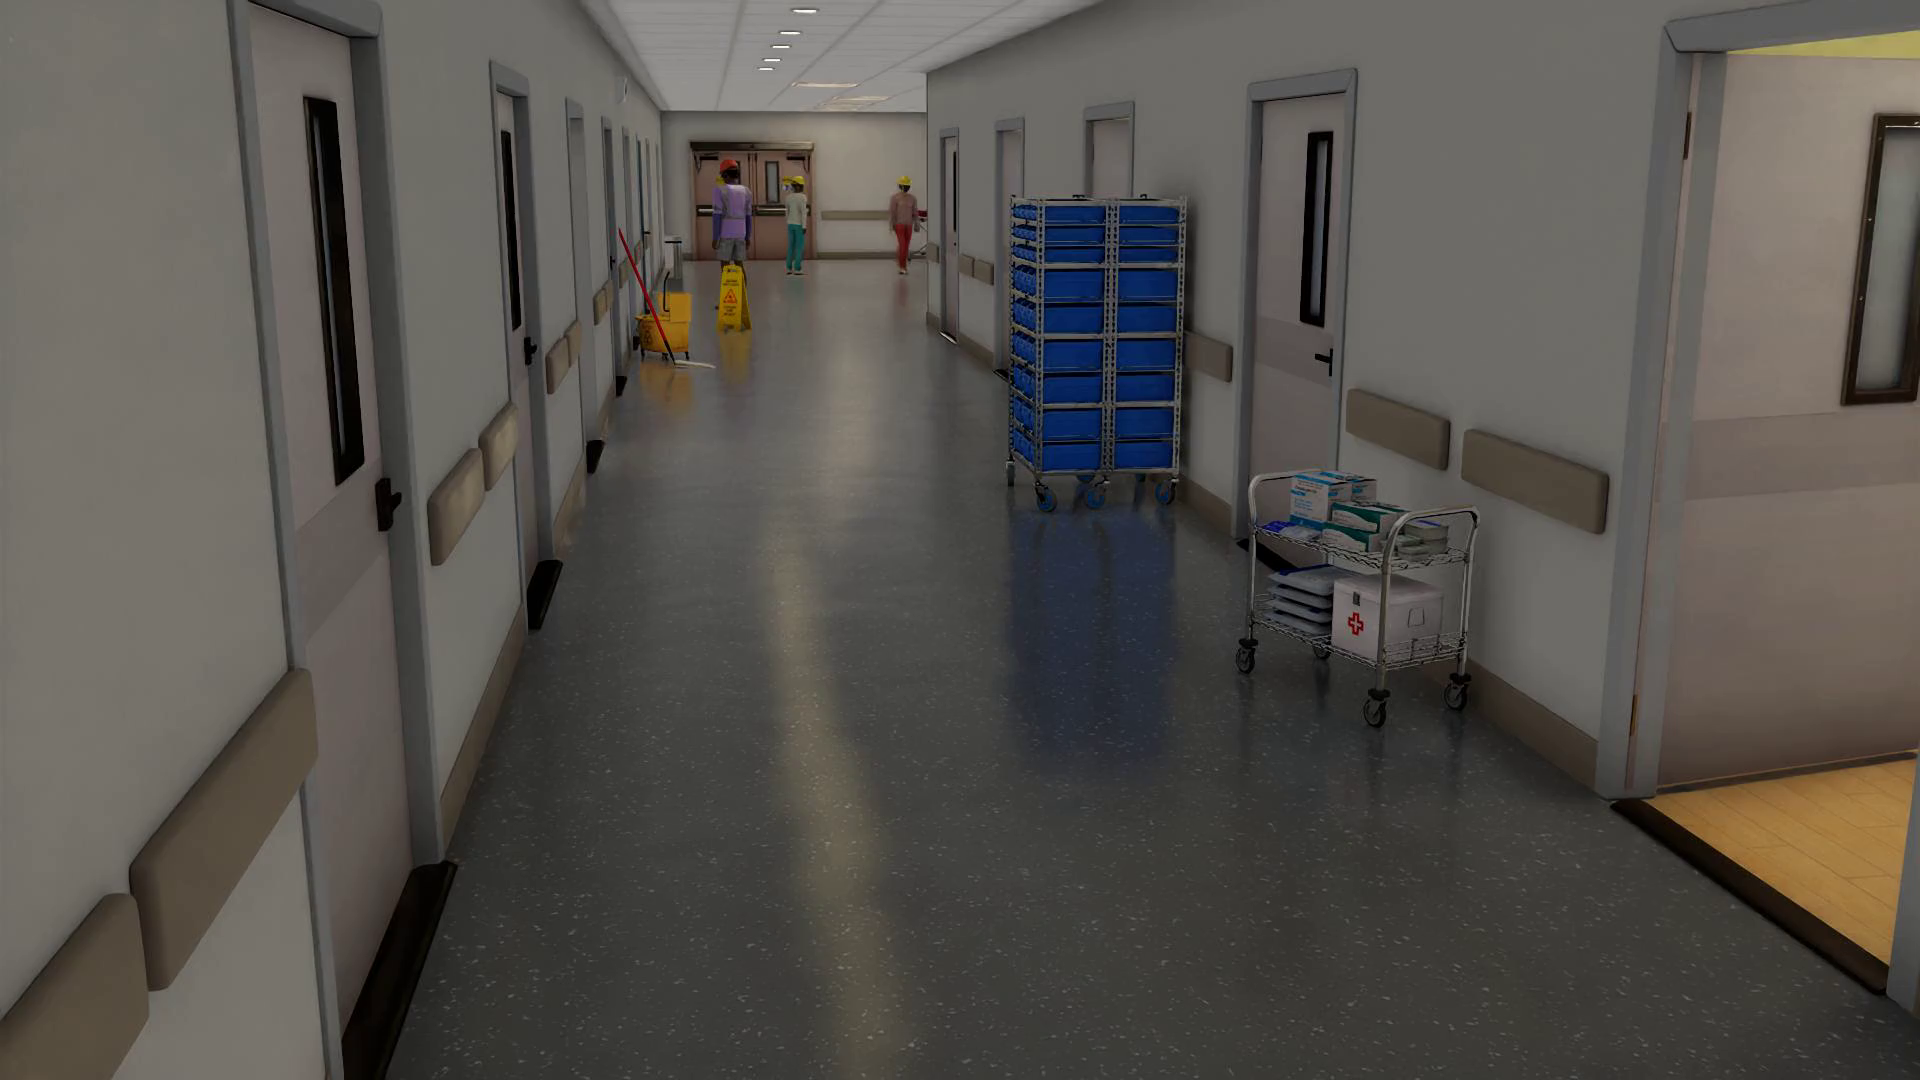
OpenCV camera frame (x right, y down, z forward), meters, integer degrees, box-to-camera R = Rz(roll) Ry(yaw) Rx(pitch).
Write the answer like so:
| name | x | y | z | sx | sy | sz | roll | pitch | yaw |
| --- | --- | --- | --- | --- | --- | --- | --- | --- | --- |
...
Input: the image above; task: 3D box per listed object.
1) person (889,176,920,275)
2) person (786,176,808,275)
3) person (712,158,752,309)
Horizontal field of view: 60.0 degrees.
| name | x | y | z | sx | sy | sz | roll | pitch | yaw |
| --- | --- | --- | --- | --- | --- | --- | --- | --- | --- |
| person | -0.954 | -5.623 | 29.755 | 0.553 | 1.742 | 0.621 | -7 | 15 | -30 |
| person | -2.910 | -5.633 | 29.821 | 0.531 | 1.758 | 0.378 | 12 | 17 | 43 |
| person | -3.113 | -4.149 | 22.609 | 0.614 | 2.030 | 0.405 | -12 | 17 | -43 |
